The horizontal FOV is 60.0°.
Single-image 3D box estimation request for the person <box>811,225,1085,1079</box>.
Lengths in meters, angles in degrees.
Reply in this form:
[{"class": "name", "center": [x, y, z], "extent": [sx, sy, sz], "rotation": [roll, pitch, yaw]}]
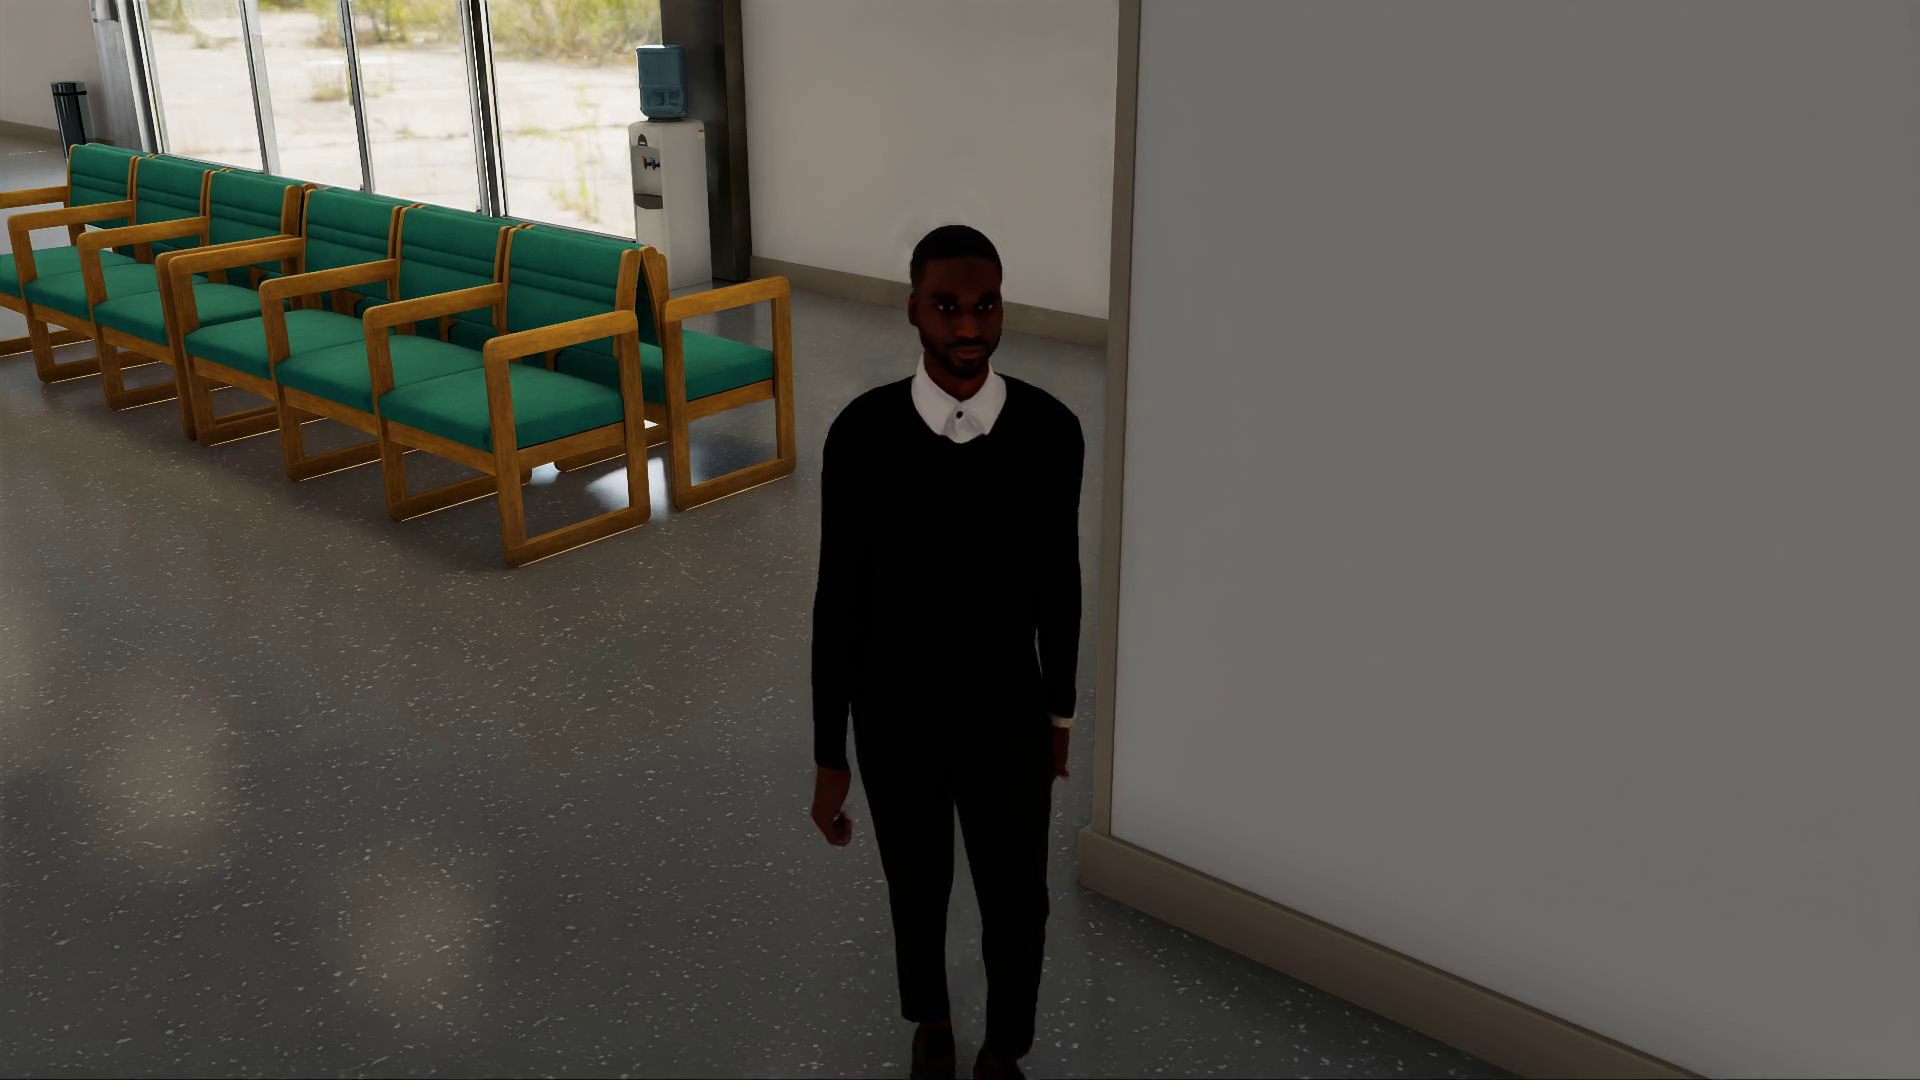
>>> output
[{"class": "person", "center": [-0.043, 0.284, 3.164], "extent": [0.818, 1.793, 0.877], "rotation": [-1, 21, -4]}]
